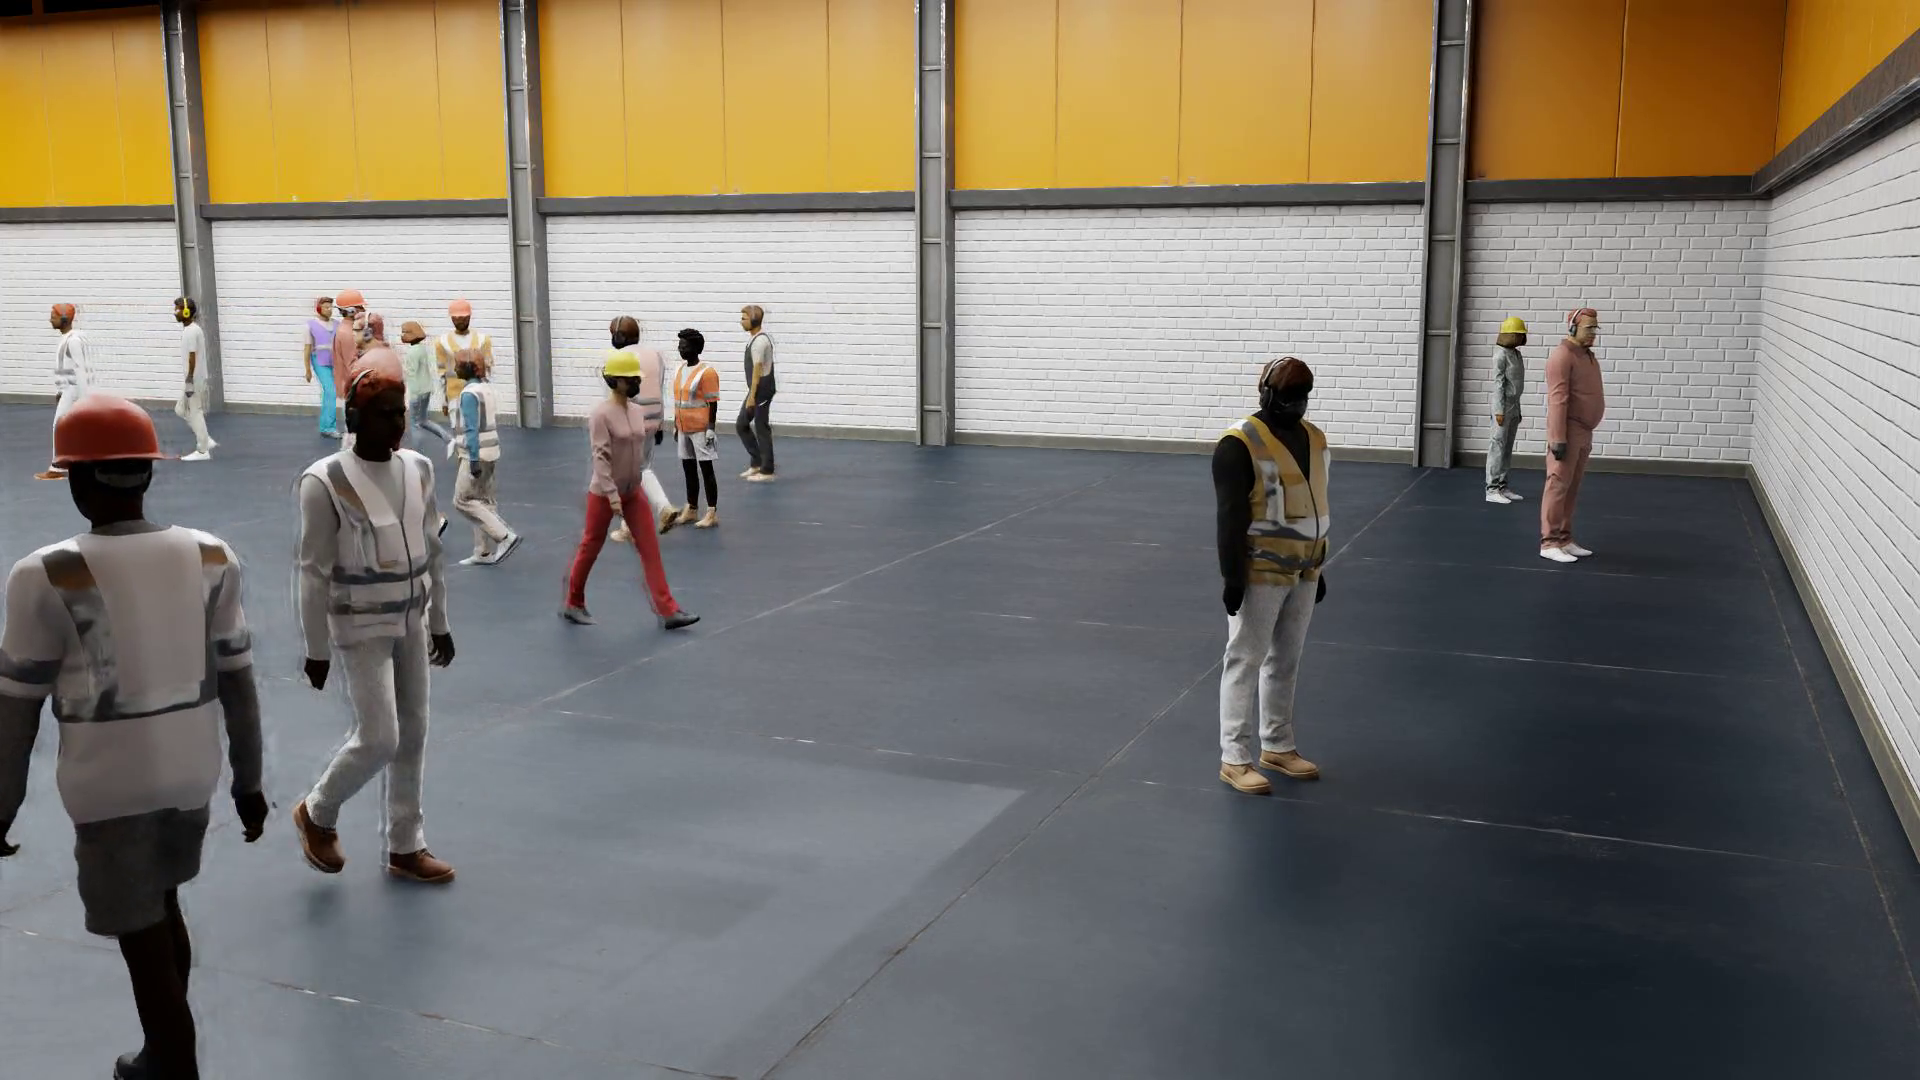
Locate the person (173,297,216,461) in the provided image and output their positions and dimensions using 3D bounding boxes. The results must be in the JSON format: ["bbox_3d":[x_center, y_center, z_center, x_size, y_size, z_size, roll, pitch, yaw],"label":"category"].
[{"bbox_3d":[-8.769,-1.823,18.930,0.385,1.859,0.548,-4,10,-24],"label":"person"}]

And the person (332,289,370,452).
[{"bbox_3d":[-5.882,-1.434,16.161,0.374,1.997,0.614,-4,10,-25],"label":"person"}]

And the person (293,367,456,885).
[{"bbox_3d":[-2.095,0.317,5.937,0.472,1.873,0.588,4,10,24],"label":"person"}]

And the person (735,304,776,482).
[{"bbox_3d":[-2.115,-1.484,16.999,0.484,1.830,0.506,-3,10,-16],"label":"person"}]

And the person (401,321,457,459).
[{"bbox_3d":[-5.935,-1.623,18.468,0.549,1.619,0.510,0,9,-2],"label":"person"}]

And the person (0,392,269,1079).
[{"bbox_3d":[-2.107,0.590,4.149,0.786,1.903,0.565,6,11,32],"label":"person"}]

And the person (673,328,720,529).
[{"bbox_3d":[-2.251,-0.944,14.099,0.540,1.695,0.317,9,13,42],"label":"person"}]

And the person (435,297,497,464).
[{"bbox_3d":[-4.907,-1.452,16.505,0.545,1.920,0.746,-4,10,-24],"label":"person"}]

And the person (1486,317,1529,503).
[{"bbox_3d":[5.167,-1.222,15.649,0.296,1.744,0.488,8,12,39],"label":"person"}]

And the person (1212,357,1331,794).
[{"bbox_3d":[1.349,0.143,7.085,0.631,1.840,0.428,-8,12,-38],"label":"person"}]

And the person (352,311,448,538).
[{"bbox_3d":[-4.458,-0.830,12.894,0.876,1.879,0.650,-1,9,-5],"label":"person"}]

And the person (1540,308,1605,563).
[{"bbox_3d":[4.644,-0.792,12.560,0.399,1.904,0.644,8,12,39],"label":"person"}]

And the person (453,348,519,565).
[{"bbox_3d":[-3.529,-0.599,12.241,0.409,1.628,0.517,0,9,0],"label":"person"}]

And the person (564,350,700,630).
[{"bbox_3d":[-2.064,-0.298,10.142,0.953,1.716,0.525,5,11,30],"label":"person"}]

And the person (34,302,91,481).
[{"bbox_3d":[-9.176,-1.552,17.351,0.919,1.855,0.571,-5,11,-29],"label":"person"}]

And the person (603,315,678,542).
[{"bbox_3d":[-2.594,-0.878,13.294,0.495,1.829,0.637,6,11,32],"label":"person"}]

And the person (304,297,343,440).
[{"bbox_3d":[-8.049,-2.196,21.343,0.721,1.816,0.572,4,10,25],"label":"person"}]
